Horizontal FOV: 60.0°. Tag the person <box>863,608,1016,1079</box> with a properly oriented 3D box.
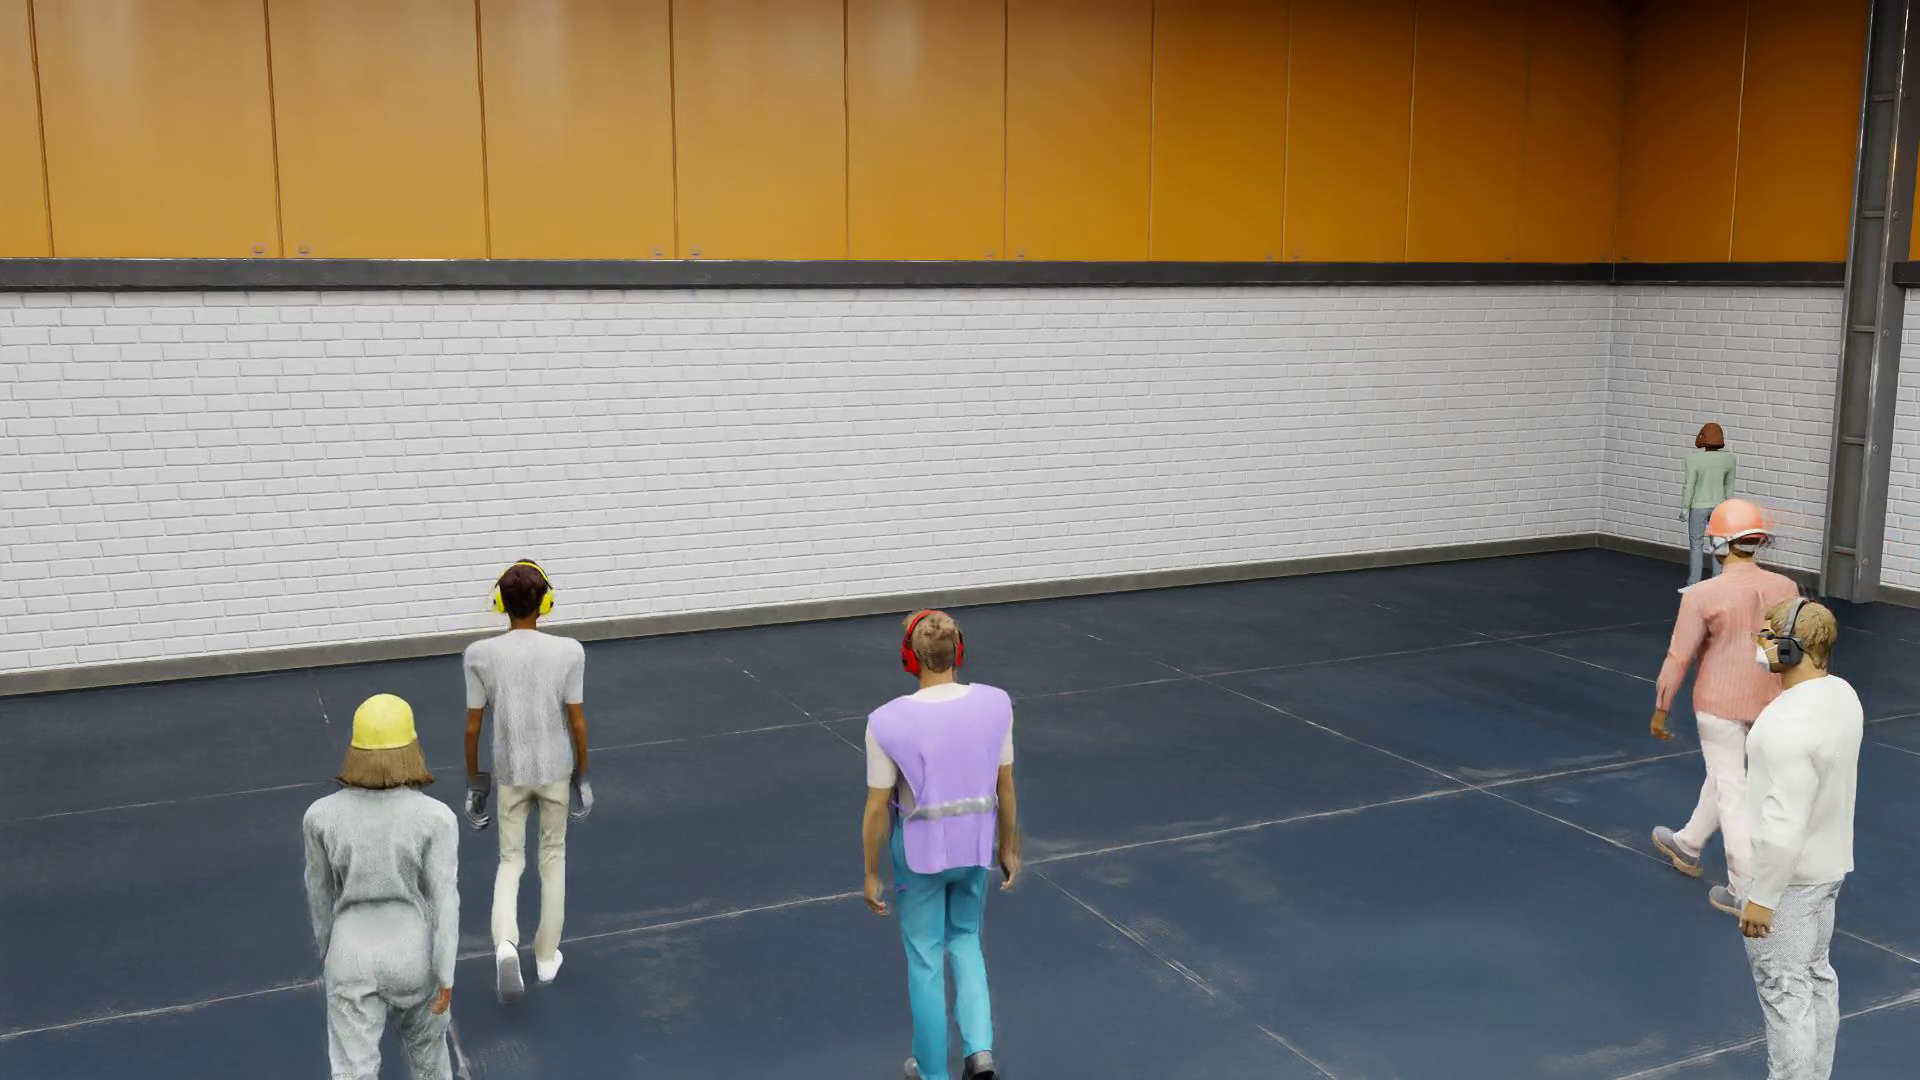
[{"bbox_3d":[-0.068,1.156,6.035,0.602,1.832,0.433,-4,10,-26],"label":"person"}]

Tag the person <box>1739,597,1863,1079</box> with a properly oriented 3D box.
[{"bbox_3d":[2.868,1.152,5.735,0.355,1.937,0.634,9,13,43],"label":"person"}]

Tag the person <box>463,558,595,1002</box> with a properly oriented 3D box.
[{"bbox_3d":[-1.789,1.005,6.925,0.517,1.854,0.649,-1,9,-7],"label":"person"}]

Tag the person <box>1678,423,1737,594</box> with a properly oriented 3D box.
[{"bbox_3d":[6.994,-0.283,15.587,0.501,1.633,0.279,-1,9,-6],"label":"person"}]

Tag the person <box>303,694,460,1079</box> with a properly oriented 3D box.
[{"bbox_3d":[-1.840,1.331,5.371,0.504,1.700,0.905,-1,9,-7],"label":"person"}]

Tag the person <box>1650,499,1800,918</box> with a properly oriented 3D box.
[{"bbox_3d":[3.628,0.770,8.044,0.652,1.951,0.962,-3,10,-16],"label":"person"}]
